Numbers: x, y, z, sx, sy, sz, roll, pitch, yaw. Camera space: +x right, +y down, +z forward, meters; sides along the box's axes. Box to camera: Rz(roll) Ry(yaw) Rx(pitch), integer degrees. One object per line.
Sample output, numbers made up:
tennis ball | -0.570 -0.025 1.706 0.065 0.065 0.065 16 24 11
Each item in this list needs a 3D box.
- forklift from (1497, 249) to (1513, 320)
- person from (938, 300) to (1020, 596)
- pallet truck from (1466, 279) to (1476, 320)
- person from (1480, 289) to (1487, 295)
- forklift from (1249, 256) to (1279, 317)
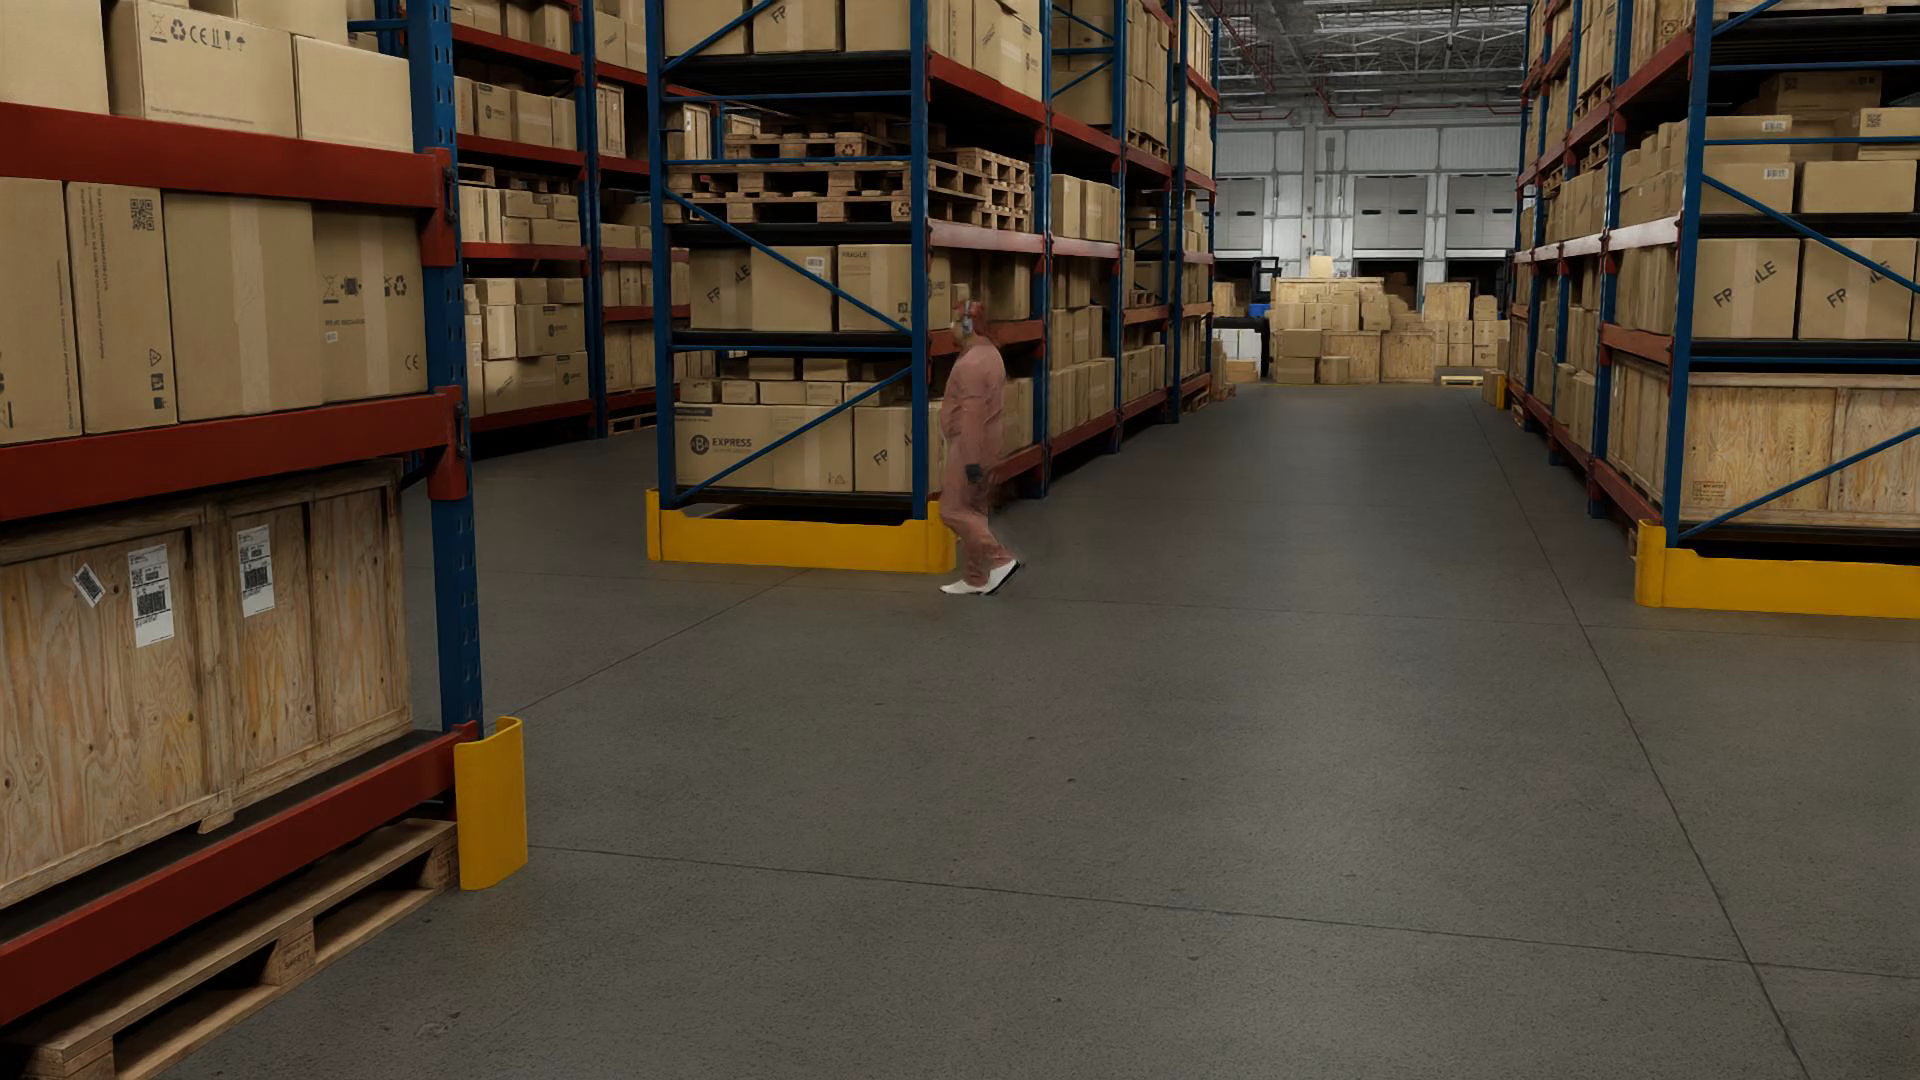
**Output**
forklift | 15.721 -6.740 46.596 1.129 2.768 1.873 1 9 8
person | 0.099 -0.565 10.501 0.465 1.888 0.649 2 9 15
pallet truck | 18.896 -8.459 60.307 1.885 1.965 0.823 5 10 31
person | 15.931 -6.795 50.704 0.374 1.682 0.555 4 10 21
forklift | 11.325 -9.117 61.693 1.129 2.768 1.873 2 9 15
